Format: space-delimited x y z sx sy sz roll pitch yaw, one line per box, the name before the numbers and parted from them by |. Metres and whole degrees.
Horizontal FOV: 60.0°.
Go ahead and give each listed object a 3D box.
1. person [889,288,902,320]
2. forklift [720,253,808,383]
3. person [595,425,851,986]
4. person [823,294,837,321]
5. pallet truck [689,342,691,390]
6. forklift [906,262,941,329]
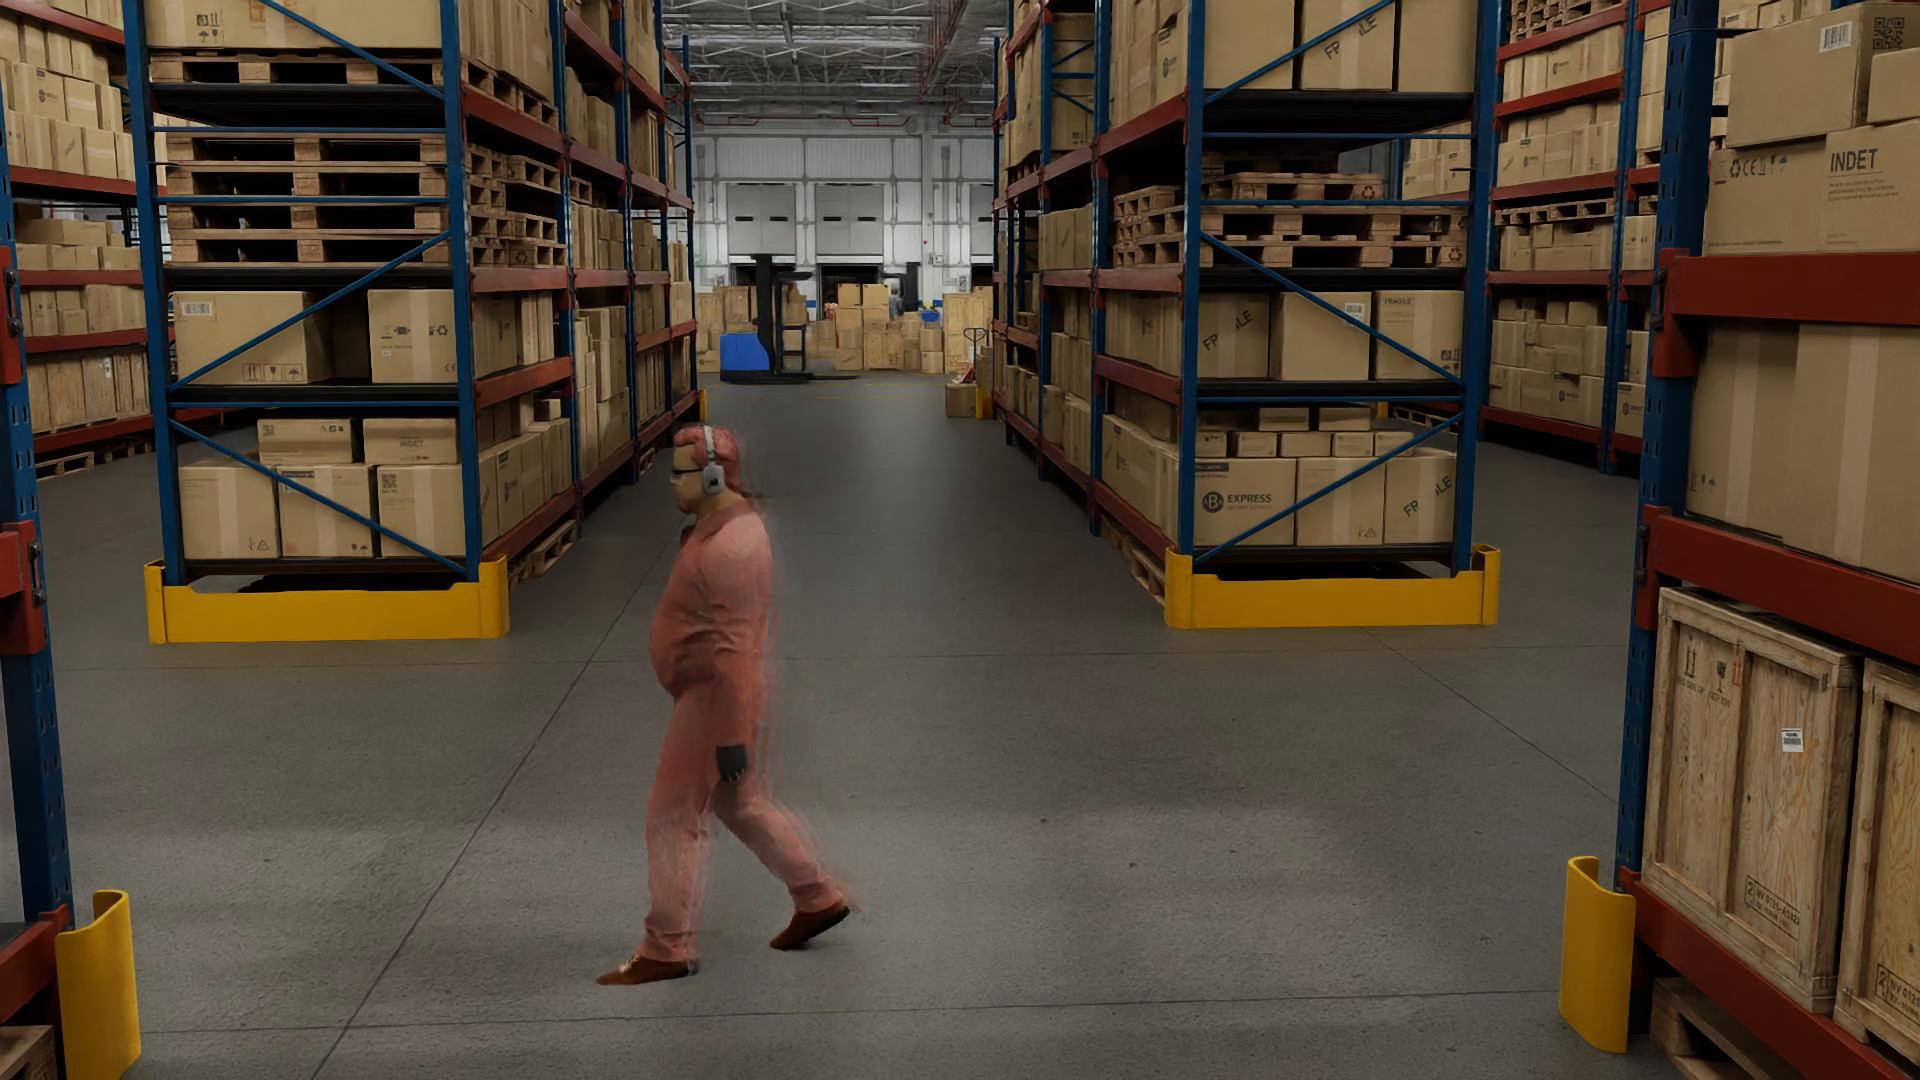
person | -2.295 -7.823 57.948 0.632 1.930 0.387 3 10 20
forklift | -4.261 -4.824 36.118 1.873 2.768 1.129 -1 9 -4
person | -0.792 0.544 5.608 0.860 1.882 0.649 -1 9 -7
person | -4.503 -7.715 57.980 0.533 1.697 0.318 -4 10 -25
pallet truck | -5.225 -3.008 27.480 1.885 1.965 0.823 2 9 14
forklift | -1.636 -8.344 58.222 1.873 2.768 1.129 1 9 8
